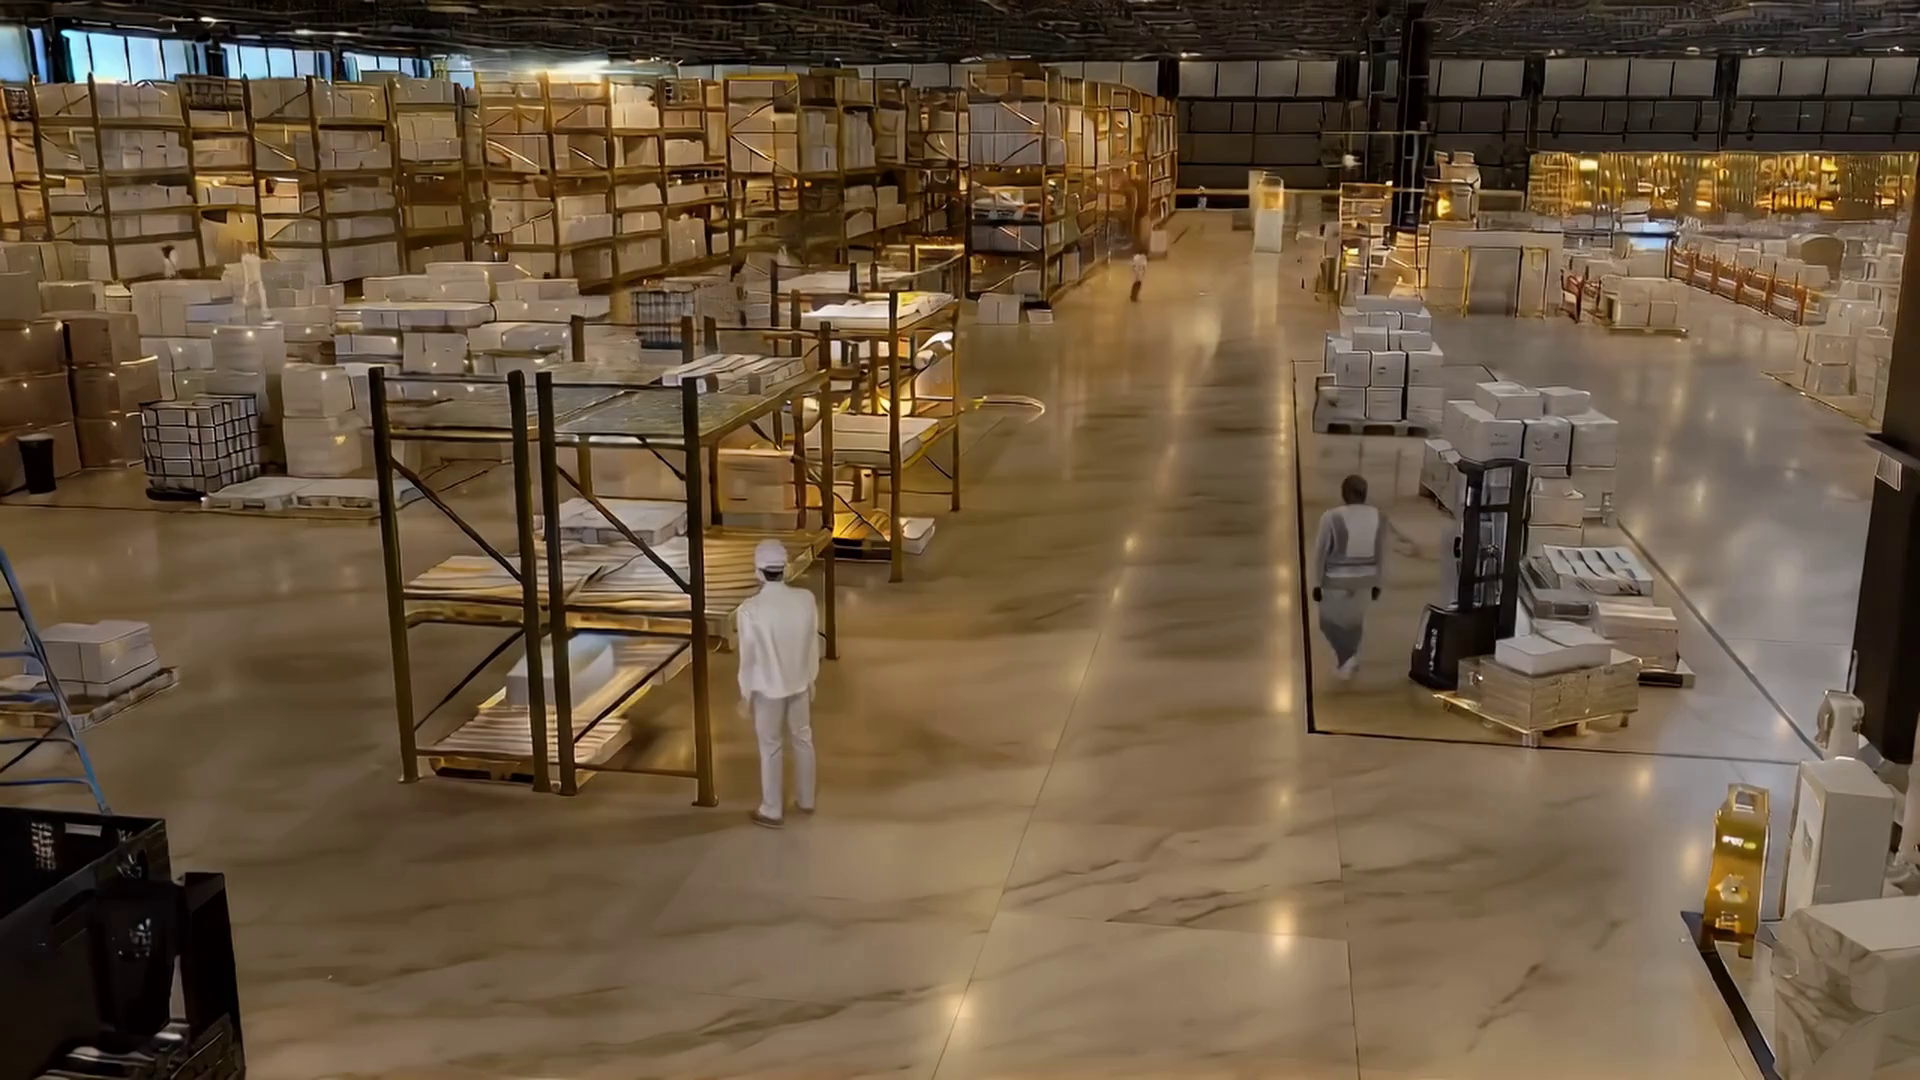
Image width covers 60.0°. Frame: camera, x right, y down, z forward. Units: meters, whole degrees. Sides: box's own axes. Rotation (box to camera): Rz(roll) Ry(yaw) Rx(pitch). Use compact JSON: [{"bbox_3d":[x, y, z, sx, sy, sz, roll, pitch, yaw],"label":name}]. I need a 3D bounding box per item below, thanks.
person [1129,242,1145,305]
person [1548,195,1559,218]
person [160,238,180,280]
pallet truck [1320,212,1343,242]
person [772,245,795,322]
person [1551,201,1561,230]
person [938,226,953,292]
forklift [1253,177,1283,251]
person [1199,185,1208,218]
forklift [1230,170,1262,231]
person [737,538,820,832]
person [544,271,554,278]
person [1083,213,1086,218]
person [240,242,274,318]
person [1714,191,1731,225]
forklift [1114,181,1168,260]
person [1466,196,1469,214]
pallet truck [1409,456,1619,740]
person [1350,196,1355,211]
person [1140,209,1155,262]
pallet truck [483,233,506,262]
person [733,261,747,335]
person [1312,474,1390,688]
[{"bbox_3d":[4.786,-7.184,44.852,0.344,1.677,0.559,5,15,21],"label":"person"},{"bbox_3d":[26.145,-14.268,73.284,0.606,1.830,0.429,-9,17,-33],"label":"person"},{"bbox_3d":[-22.437,-7.745,47.218,0.541,1.624,0.360,5,15,19],"label":"person"},{"bbox_3d":[15.874,-13.227,70.310,0.680,1.201,1.601,10,17,35],"label":"pallet truck"},{"bbox_3d":[-4.275,-6.308,40.897,0.884,1.863,0.689,-11,18,-39],"label":"person"},{"bbox_3d":[23.399,-12.427,65.648,0.794,1.908,0.624,0,14,1],"label":"person"},{"bbox_3d":[-0.362,-8.169,48.363,0.575,1.907,0.751,1,14,5],"label":"person"},{"bbox_3d":[12.083,-12.747,64.956,1.129,2.768,1.873,3,14,10],"label":"forklift"},{"bbox_3d":[13.107,-18.249,89.631,0.590,1.737,0.371,-10,17,-36],"label":"person"},{"bbox_3d":[13.623,-15.723,77.041,1.873,2.768,1.129,7,16,27],"label":"forklift"},{"bbox_3d":[-1.219,0.965,11.120,0.610,1.989,0.391,-10,17,-35],"label":"person"},{"bbox_3d":[-8.203,-4.477,33.478,1.026,1.863,0.618,10,17,36],"label":"person"},{"bbox_3d":[5.784,-15.445,77.914,0.407,1.910,0.639,-8,16,-31],"label":"person"},{"bbox_3d":[-17.780,-6.520,41.716,0.969,1.906,0.640,5,15,19],"label":"person"},{"bbox_3d":[36.470,-15.752,79.361,0.623,1.816,0.604,9,16,32],"label":"person"},{"bbox_3d":[6.584,-11.578,60.209,1.873,2.768,1.129,3,14,10],"label":"forklift"},{"bbox_3d":[22.111,-14.208,73.044,0.586,1.833,0.403,5,15,19],"label":"person"},{"bbox_3d":[4.504,0.400,13.395,0.823,1.965,1.885,-6,15,-23],"label":"pallet truck"},{"bbox_3d":[20.654,-17.761,87.678,0.485,1.735,0.346,-11,18,-39],"label":"person"},{"bbox_3d":[6.629,-10.884,59.463,0.678,1.874,0.666,-4,15,-18],"label":"person"},{"bbox_3d":[-11.832,-7.026,43.548,1.885,1.965,0.823,8,16,28],"label":"pallet truck"},{"bbox_3d":[-5.070,-5.577,38.281,0.319,1.698,0.532,0,14,0],"label":"person"},{"bbox_3d":[3.280,0.367,13.880,0.647,1.827,0.583,-4,14,-17],"label":"person"}]
